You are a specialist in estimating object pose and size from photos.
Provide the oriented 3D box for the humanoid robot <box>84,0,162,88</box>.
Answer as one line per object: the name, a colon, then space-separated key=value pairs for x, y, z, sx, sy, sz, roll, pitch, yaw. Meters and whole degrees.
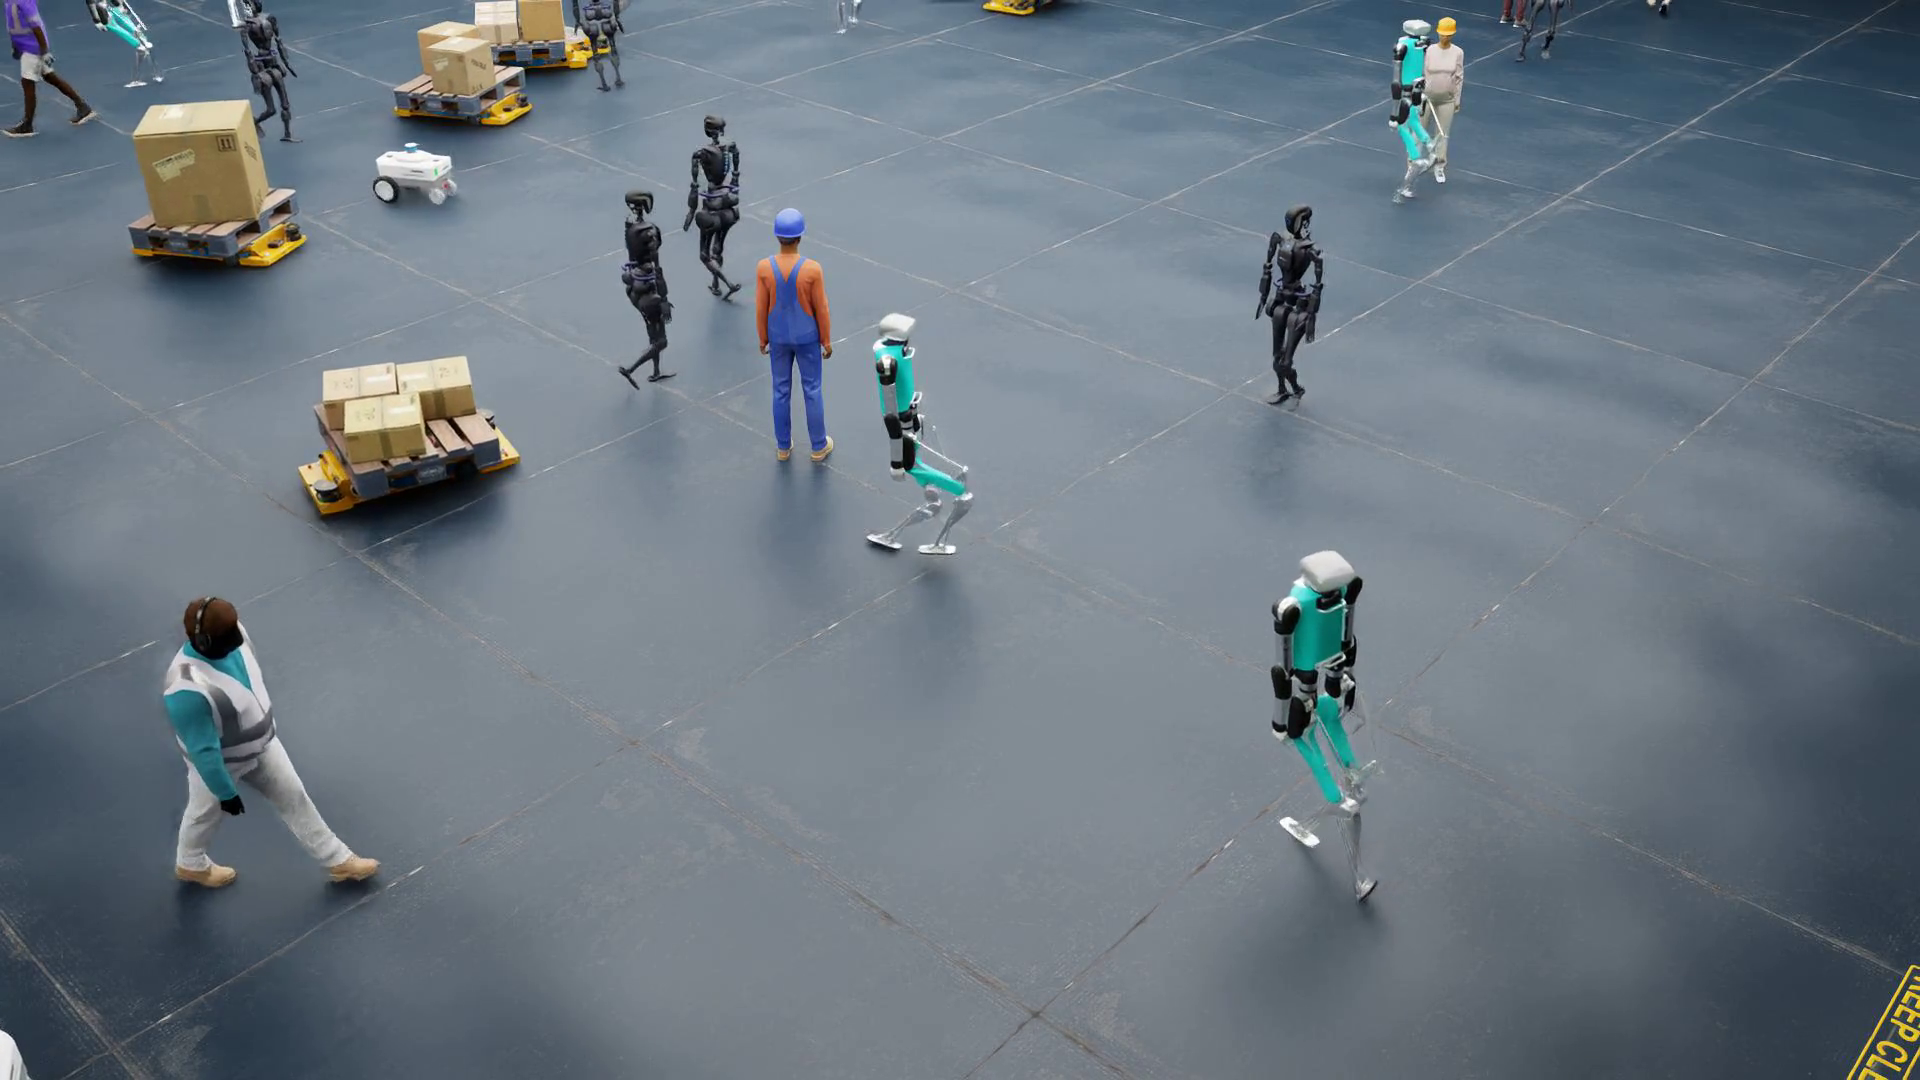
humanoid robot: x=-10.002 y=-6.274 z=19.856 sx=0.777 sy=1.762 sz=0.635 roll=13 pitch=34 yaw=19

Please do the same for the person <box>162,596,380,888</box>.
person: x=-3.532 y=1.020 z=8.082 sx=1.046 sy=1.780 sz=0.639 roll=4 pitch=32 yaw=7

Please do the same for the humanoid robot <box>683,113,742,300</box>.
humanoid robot: x=-2.113 y=-2.900 z=14.507 sx=0.487 sy=1.635 sz=0.589 roll=24 pitch=39 yaw=33

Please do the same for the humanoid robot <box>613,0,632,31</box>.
humanoid robot: x=-4.566 y=-7.535 z=21.769 sx=0.735 sy=1.677 sz=0.533 roll=0 pitch=32 yaw=-1

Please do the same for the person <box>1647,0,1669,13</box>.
person: x=9.807 y=-8.242 z=22.933 sx=0.504 sy=1.844 sz=0.880 roll=11 pitch=34 yaw=17

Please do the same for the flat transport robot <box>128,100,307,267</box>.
flat transport robot: x=-7.004 y=-2.848 z=15.740 sx=1.431 sy=0.231 sz=0.659 roll=7 pitch=32 yaw=11

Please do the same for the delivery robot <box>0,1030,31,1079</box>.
delivery robot: x=-4.130 y=2.460 z=6.938 sx=0.499 sy=0.612 sz=0.805 roll=-11 pitch=33 yaw=-17

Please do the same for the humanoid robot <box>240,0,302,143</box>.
humanoid robot: x=-7.592 y=-5.156 z=18.133 sx=0.479 sy=1.643 sz=0.588 roll=12 pitch=34 yaw=18

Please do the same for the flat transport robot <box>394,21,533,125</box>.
flat transport robot: x=-5.762 y=-5.037 z=19.264 sx=1.431 sy=0.231 sz=0.659 roll=9 pitch=33 yaw=14

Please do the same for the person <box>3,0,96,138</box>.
person: x=-10.296 y=-5.479 z=18.422 sx=0.998 sy=1.914 sz=0.610 roll=-24 pitch=39 yaw=-33

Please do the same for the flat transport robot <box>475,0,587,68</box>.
flat transport robot: x=-5.462 y=-6.117 z=21.003 sx=1.431 sy=0.231 sz=0.659 roll=-7 pitch=33 yaw=-11

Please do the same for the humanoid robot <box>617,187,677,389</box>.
humanoid robot: x=-2.522 y=-1.961 z=12.988 sx=0.531 sy=1.645 sz=0.601 roll=-19 pitch=37 yaw=-28

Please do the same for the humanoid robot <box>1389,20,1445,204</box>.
humanoid robot: x=4.592 y=-4.207 z=16.579 sx=0.661 sy=1.836 sz=0.530 roll=28 pitch=41 yaw=37

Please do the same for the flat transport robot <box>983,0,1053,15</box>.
flat transport robot: x=0.978 y=-7.715 z=23.578 sx=0.659 sy=0.231 sz=1.431 roll=18 pitch=36 yaw=26

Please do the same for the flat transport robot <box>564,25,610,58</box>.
flat transport robot: x=-5.238 y=-6.462 z=21.559 sx=1.431 sy=0.231 sz=0.659 roll=21 pitch=38 yaw=30

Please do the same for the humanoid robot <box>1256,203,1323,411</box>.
humanoid robot: x=2.513 y=-1.785 z=12.690 sx=0.335 sy=1.644 sz=0.591 roll=-23 pitch=38 yaw=-32

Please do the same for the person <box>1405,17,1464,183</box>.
person: x=4.892 y=-4.513 z=17.073 sx=0.478 sy=1.693 sz=0.336 roll=5 pitch=32 yaw=8

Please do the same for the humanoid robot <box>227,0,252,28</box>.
humanoid robot: x=-9.792 y=-7.694 z=22.205 sx=0.540 sy=1.860 sz=0.670 roll=-6 pitch=32 yaw=-10

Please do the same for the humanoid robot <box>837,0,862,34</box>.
humanoid robot: x=-1.499 y=-7.621 z=22.101 sx=0.540 sy=1.823 sz=0.859 roll=-10 pitch=33 yaw=-15

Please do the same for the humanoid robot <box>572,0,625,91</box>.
humanoid robot: x=-4.311 y=-6.204 z=19.817 sx=0.589 sy=1.649 sz=0.366 roll=-12 pitch=34 yaw=-18

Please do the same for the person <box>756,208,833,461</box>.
person: x=-1.187 y=-1.458 z=11.948 sx=0.532 sy=1.908 sz=0.368 roll=3 pitch=32 yaw=4

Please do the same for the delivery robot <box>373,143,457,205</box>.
delivery robot: x=-5.546 y=-3.718 z=16.887 sx=0.817 sy=0.613 sz=0.499 roll=7 pitch=33 yaw=11

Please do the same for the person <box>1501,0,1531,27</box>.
person: x=7.606 y=-7.821 z=22.293 sx=0.380 sy=1.806 sz=0.549 roll=-15 pitch=35 yaw=-23

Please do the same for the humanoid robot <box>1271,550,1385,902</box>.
humanoid robot: x=1.934 y=0.980 z=8.236 sx=0.548 sy=1.822 sz=0.881 roll=-20 pitch=37 yaw=-29

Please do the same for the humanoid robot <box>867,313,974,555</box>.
humanoid robot: x=-0.216 y=-0.598 z=10.738 sx=0.875 sy=1.788 sz=0.542 roll=4 pitch=32 yaw=7

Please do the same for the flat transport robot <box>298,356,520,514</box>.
flat transport robot: x=-4.007 y=-0.585 z=12.096 sx=1.431 sy=0.231 sz=0.659 roll=-18 pitch=36 yaw=-27

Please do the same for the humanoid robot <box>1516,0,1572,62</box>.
humanoid robot: x=7.390 y=-6.853 z=20.869 sx=0.604 sy=1.650 sz=0.434 roll=7 pitch=32 yaw=10
